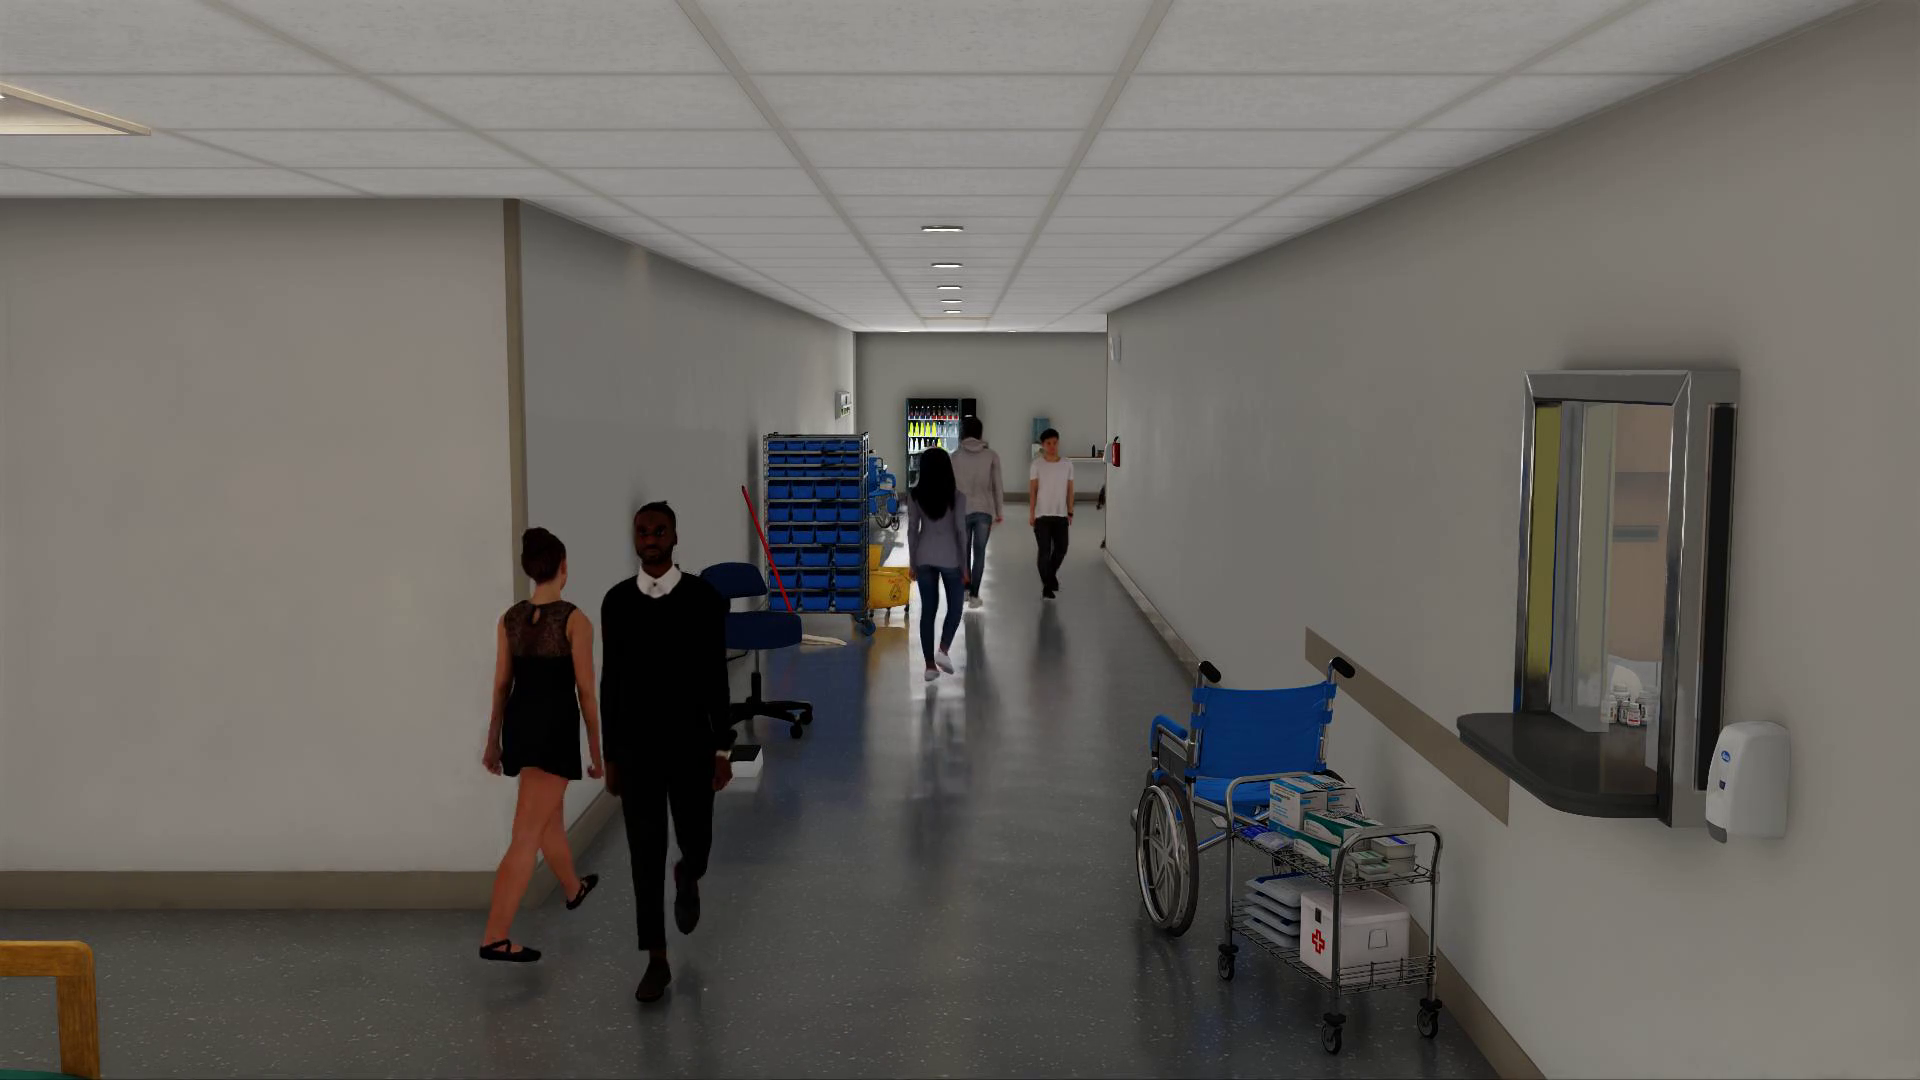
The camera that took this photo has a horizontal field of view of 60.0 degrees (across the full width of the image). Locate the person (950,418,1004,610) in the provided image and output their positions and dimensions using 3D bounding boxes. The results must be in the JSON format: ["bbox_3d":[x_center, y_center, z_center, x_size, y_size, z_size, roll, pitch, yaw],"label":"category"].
[{"bbox_3d":[0.126,-0.240,16.043,0.974,1.815,0.848,1,6,11],"label":"person"}]

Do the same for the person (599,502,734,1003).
[{"bbox_3d":[-1.096,0.755,6.259,0.953,1.794,0.738,0,6,-2],"label":"person"}]

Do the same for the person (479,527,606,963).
[{"bbox_3d":[-1.671,0.820,6.470,1.174,1.622,0.996,3,6,25],"label":"person"}]

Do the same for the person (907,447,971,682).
[{"bbox_3d":[-0.185,0.193,12.208,0.619,1.722,0.745,1,6,11],"label":"person"}]

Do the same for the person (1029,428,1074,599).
[{"bbox_3d":[0.888,-0.269,16.746,0.722,1.702,0.769,-1,6,-13],"label":"person"}]
